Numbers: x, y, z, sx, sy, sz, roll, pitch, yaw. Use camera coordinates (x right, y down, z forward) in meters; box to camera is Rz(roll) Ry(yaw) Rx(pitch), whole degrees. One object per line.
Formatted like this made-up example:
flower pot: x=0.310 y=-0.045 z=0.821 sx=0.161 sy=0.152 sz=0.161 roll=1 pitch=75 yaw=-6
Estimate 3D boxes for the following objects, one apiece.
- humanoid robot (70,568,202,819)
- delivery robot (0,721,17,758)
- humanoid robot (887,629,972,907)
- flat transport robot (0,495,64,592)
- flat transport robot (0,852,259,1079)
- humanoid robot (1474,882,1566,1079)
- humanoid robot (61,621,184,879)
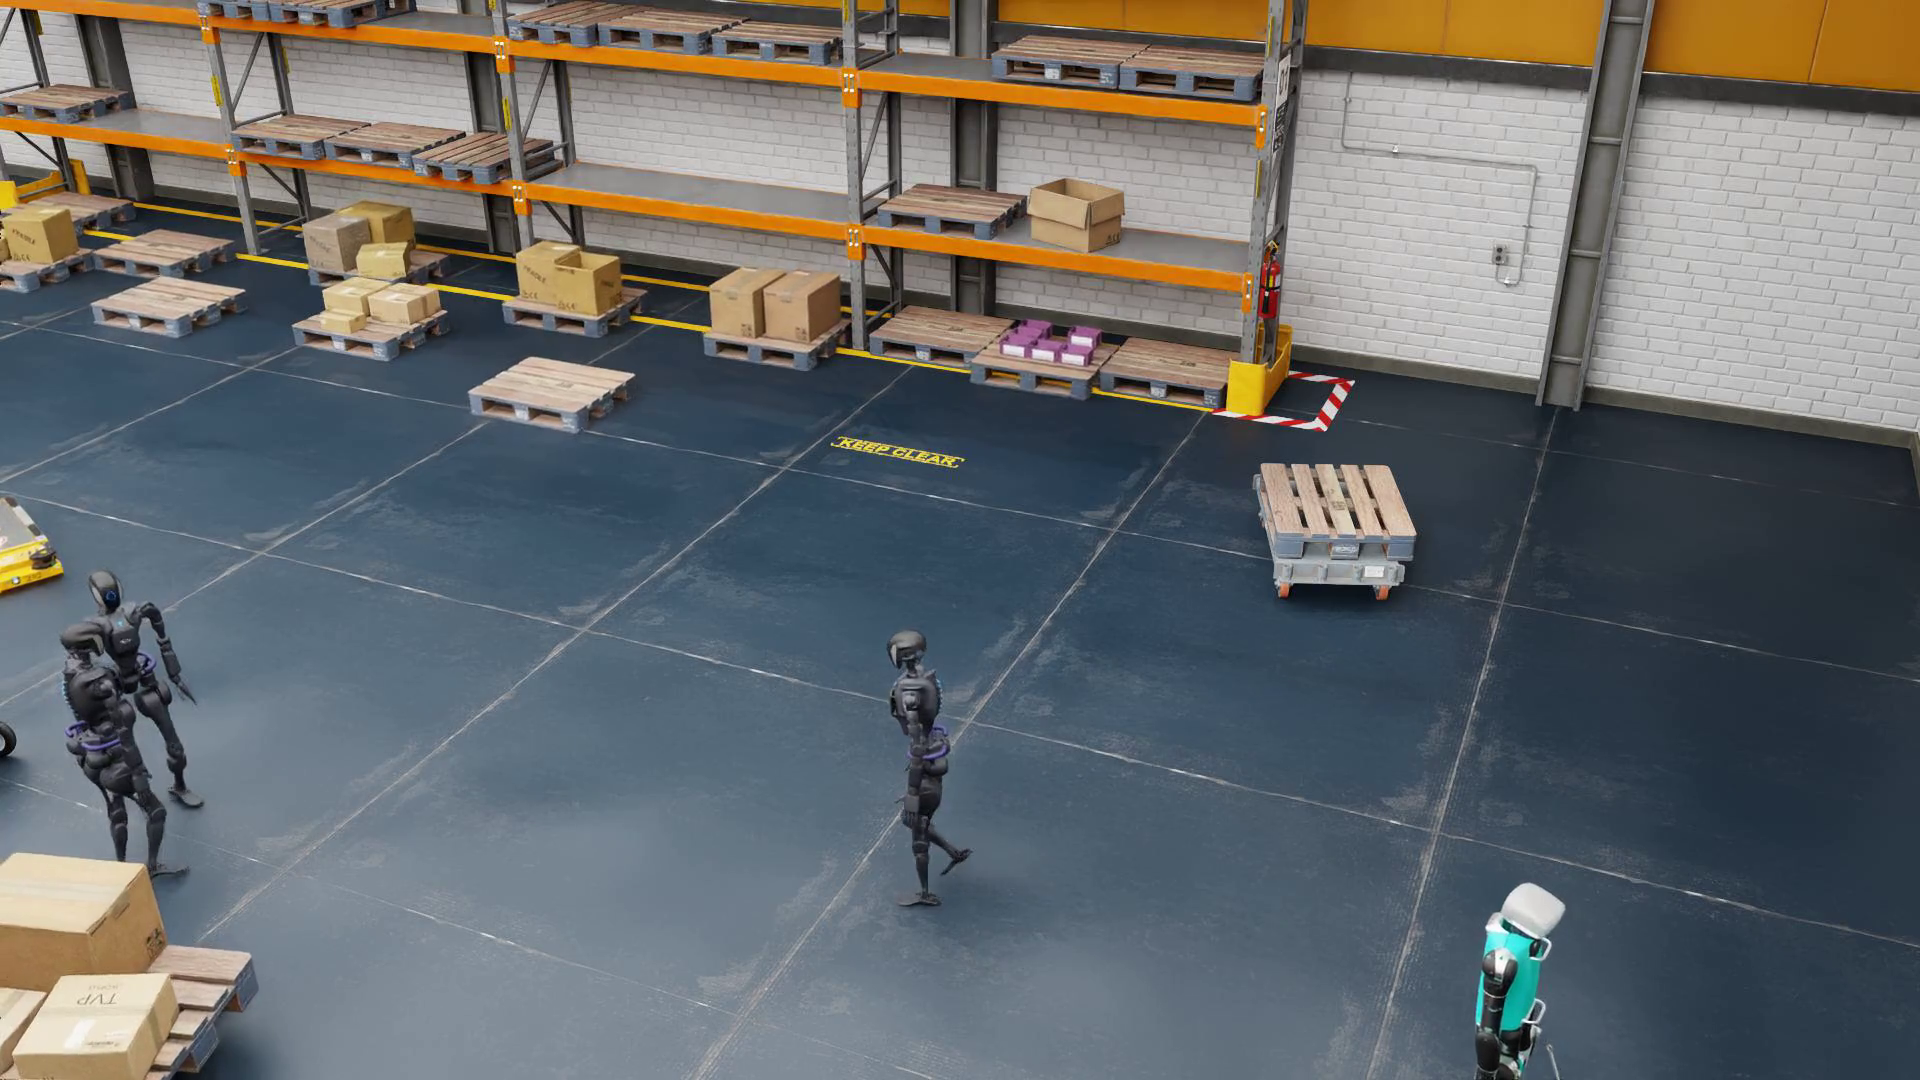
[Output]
humanoid robot: x=-4.794 y=0.893 z=9.658 sx=0.321 sy=1.647 sz=0.602 roll=23 pitch=35 yaw=37
delivery robot: x=-6.291 y=1.238 z=10.216 sx=0.774 sy=0.592 sz=0.499 roll=-1 pitch=27 yaw=-2
humanoid robot: x=-0.167 y=1.240 z=8.998 sx=0.446 sy=1.638 sz=0.619 roll=1 pitch=27 yaw=2
flat transport robot: x=-7.506 y=0.033 z=12.868 sx=0.659 sy=0.231 sz=1.431 roll=-22 pitch=34 yaw=-35
flat transport robot: x=-4.161 y=2.520 z=8.046 sx=0.659 sy=0.231 sz=1.431 roll=4 pitch=28 yaw=7
humanoid robot: x=2.449 y=2.272 z=6.948 sx=0.891 sy=1.783 sz=0.554 roll=17 pitch=32 yaw=29
humanoid robot: x=-4.671 y=1.175 z=9.117 sx=0.609 sy=1.652 sz=0.315 roll=20 pitch=33 yaw=33
